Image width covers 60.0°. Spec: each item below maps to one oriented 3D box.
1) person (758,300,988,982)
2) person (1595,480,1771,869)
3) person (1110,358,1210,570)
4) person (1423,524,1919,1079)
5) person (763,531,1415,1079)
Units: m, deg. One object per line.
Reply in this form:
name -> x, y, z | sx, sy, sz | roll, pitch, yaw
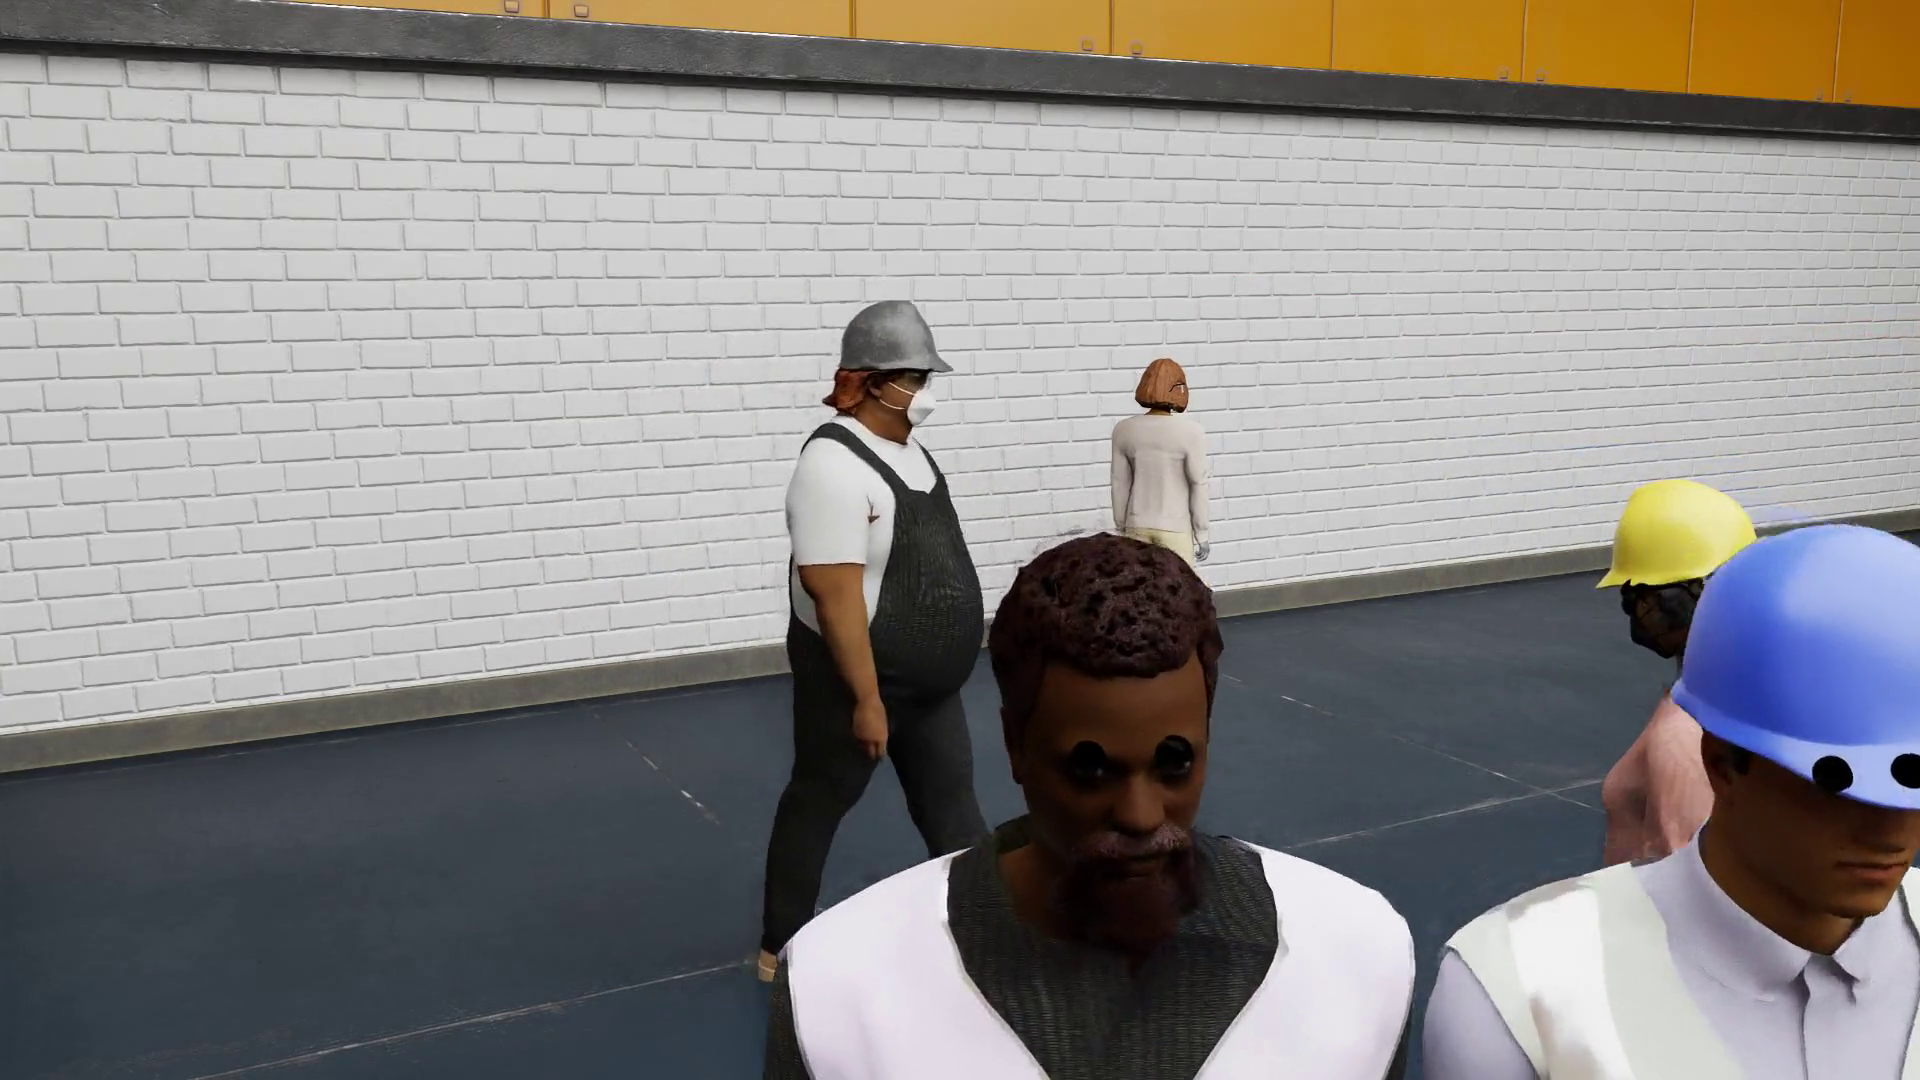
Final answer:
person -> -0.147, 0.314, 4.638 | 0.993, 2.000, 0.700 | 4, 11, 20
person -> 1.191, 0.776, 2.794 | 0.328, 1.760, 0.524 | 7, 12, 36
person -> 0.940, -0.033, 7.799 | 0.499, 1.634, 0.279 | 6, 12, 33
person -> 0.718, 0.901, 1.642 | 0.615, 1.914, 0.871 | -1, 10, -3
person -> 0.119, 0.923, 1.534 | 0.604, 1.901, 0.445 | -1, 10, -5
